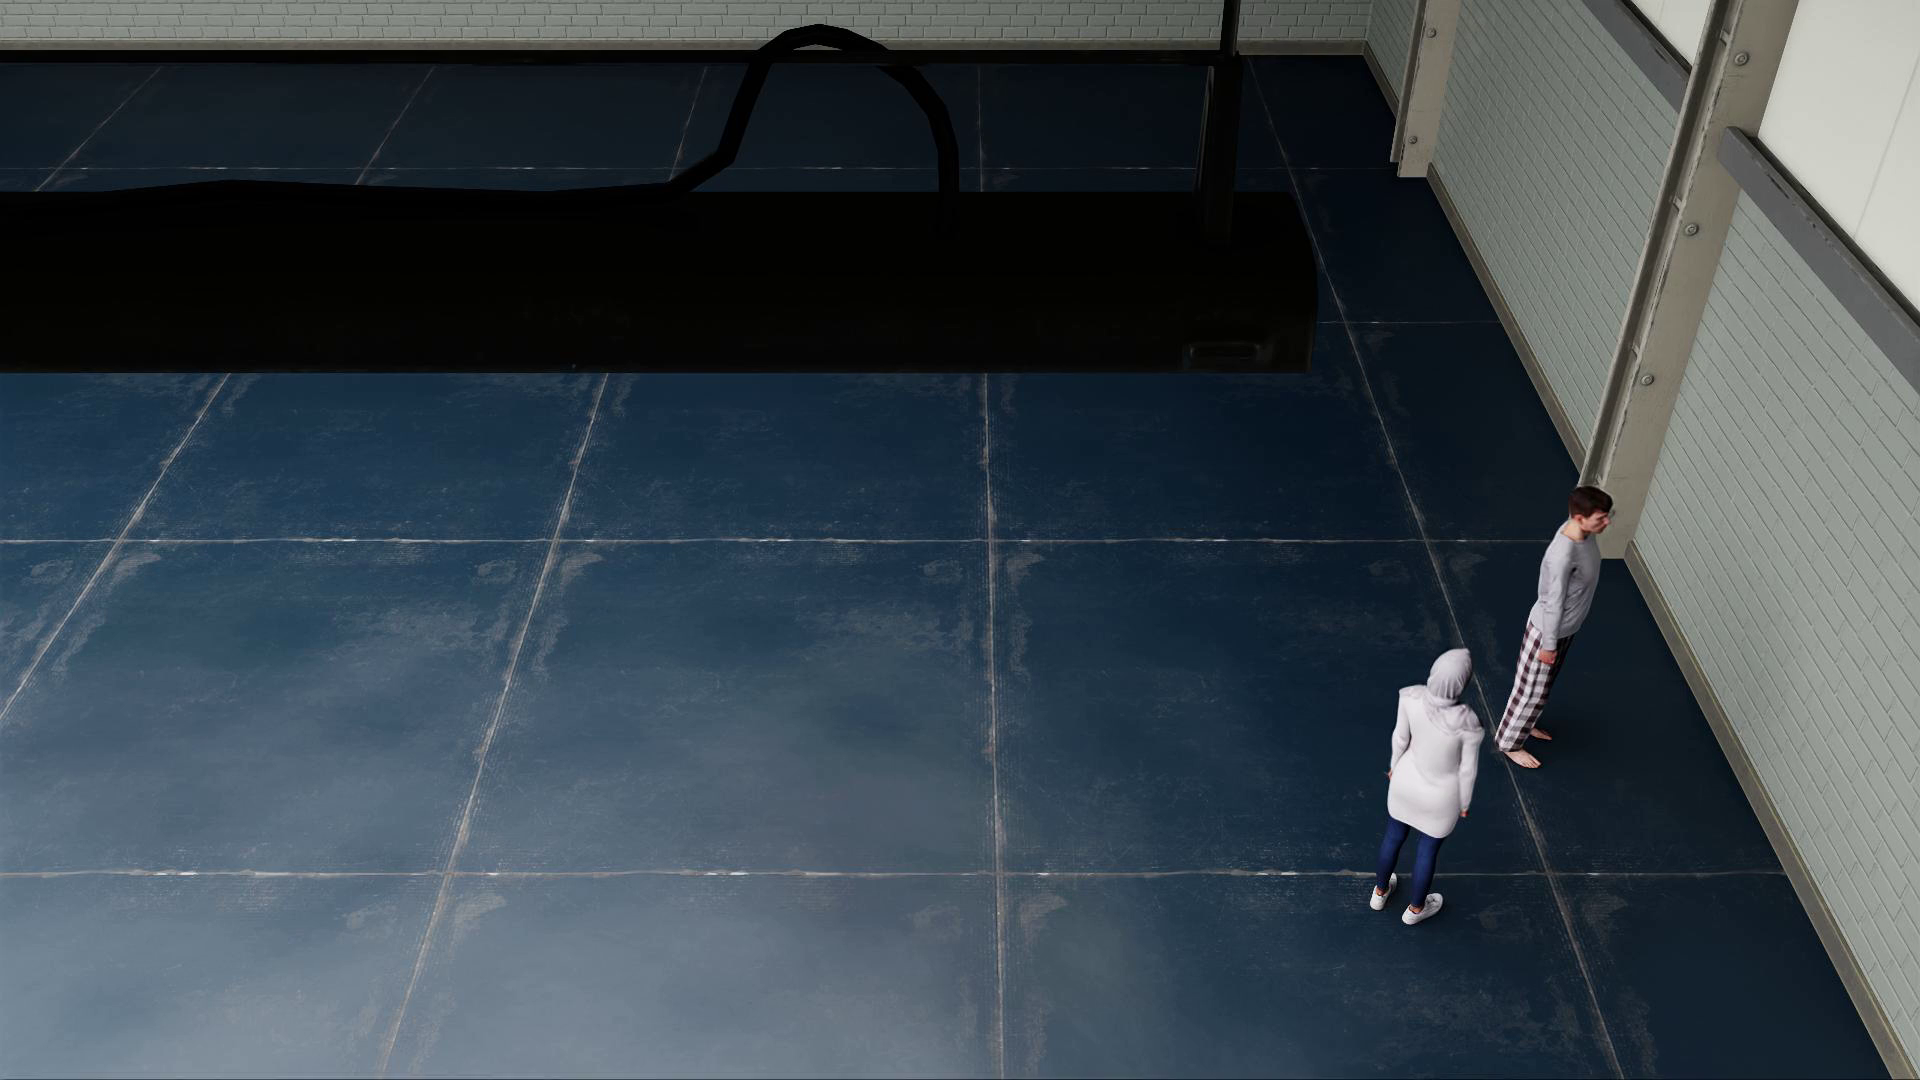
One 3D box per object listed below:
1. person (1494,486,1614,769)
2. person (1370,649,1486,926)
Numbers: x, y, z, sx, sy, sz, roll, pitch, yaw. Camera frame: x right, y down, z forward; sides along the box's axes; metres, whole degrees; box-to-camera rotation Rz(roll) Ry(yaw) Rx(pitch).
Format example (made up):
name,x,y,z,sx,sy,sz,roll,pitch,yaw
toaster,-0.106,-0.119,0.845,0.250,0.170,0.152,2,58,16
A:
name,x,y,z,sx,sy,sz,roll,pitch,yaw
person,3.320,0.462,9.312,0.763,1.848,0.657,22,42,26
person,2.338,1.244,8.342,0.686,1.776,0.730,27,45,31
